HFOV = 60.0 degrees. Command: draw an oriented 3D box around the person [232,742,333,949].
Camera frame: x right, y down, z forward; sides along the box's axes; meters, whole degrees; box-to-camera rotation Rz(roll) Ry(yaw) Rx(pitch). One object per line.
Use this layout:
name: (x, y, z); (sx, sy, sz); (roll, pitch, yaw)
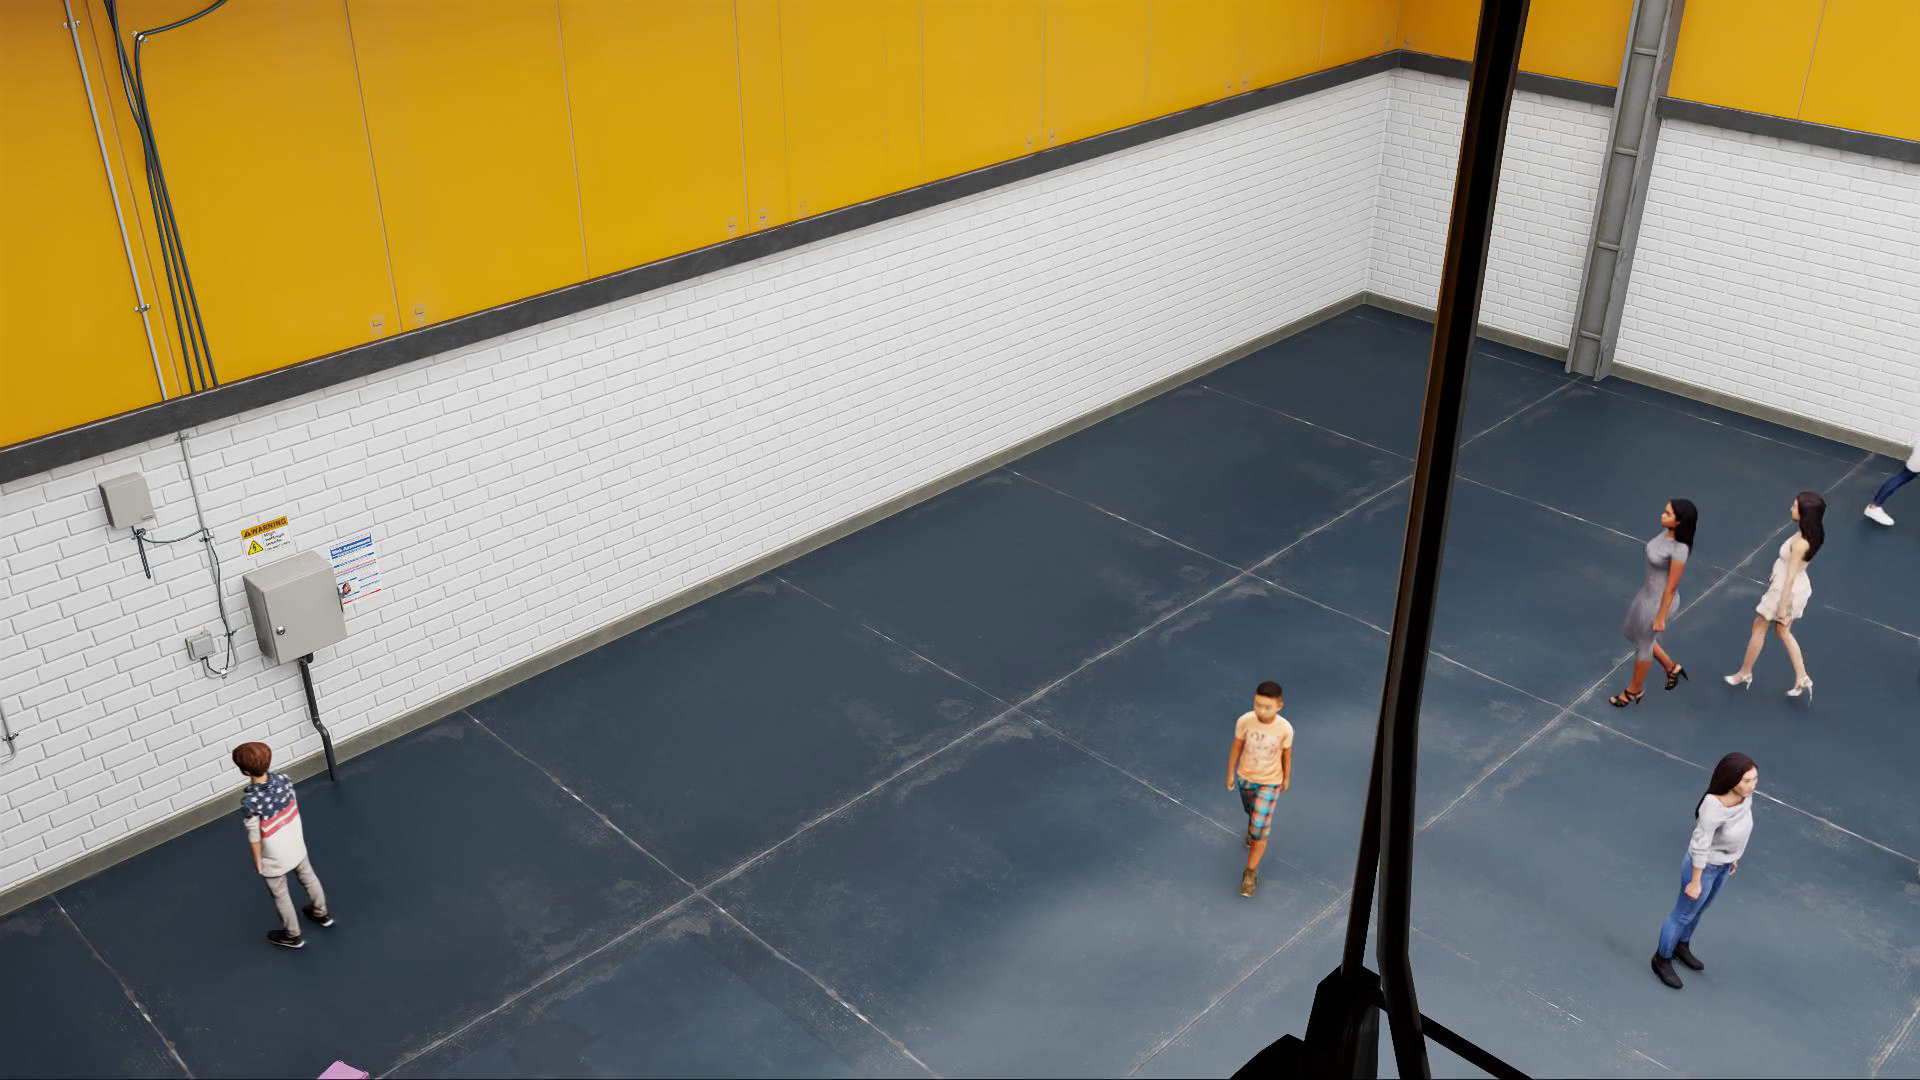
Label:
person: (-4.165, 1.841, 10.178); (0.593, 1.435, 0.587); (14, 32, 24)

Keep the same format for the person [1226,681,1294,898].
person: (1.957, 1.507, 10.788); (0.996, 1.437, 0.851); (12, 31, 20)

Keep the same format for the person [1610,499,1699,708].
person: (5.237, 0.493, 12.297); (0.890, 1.771, 0.807); (5, 29, 9)

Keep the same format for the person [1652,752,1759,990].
person: (4.409, 1.921, 9.826); (0.628, 1.631, 0.544); (-21, 35, -33)

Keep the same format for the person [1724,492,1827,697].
person: (6.271, 0.441, 12.450); (0.827, 1.716, 0.581); (23, 36, 36)
